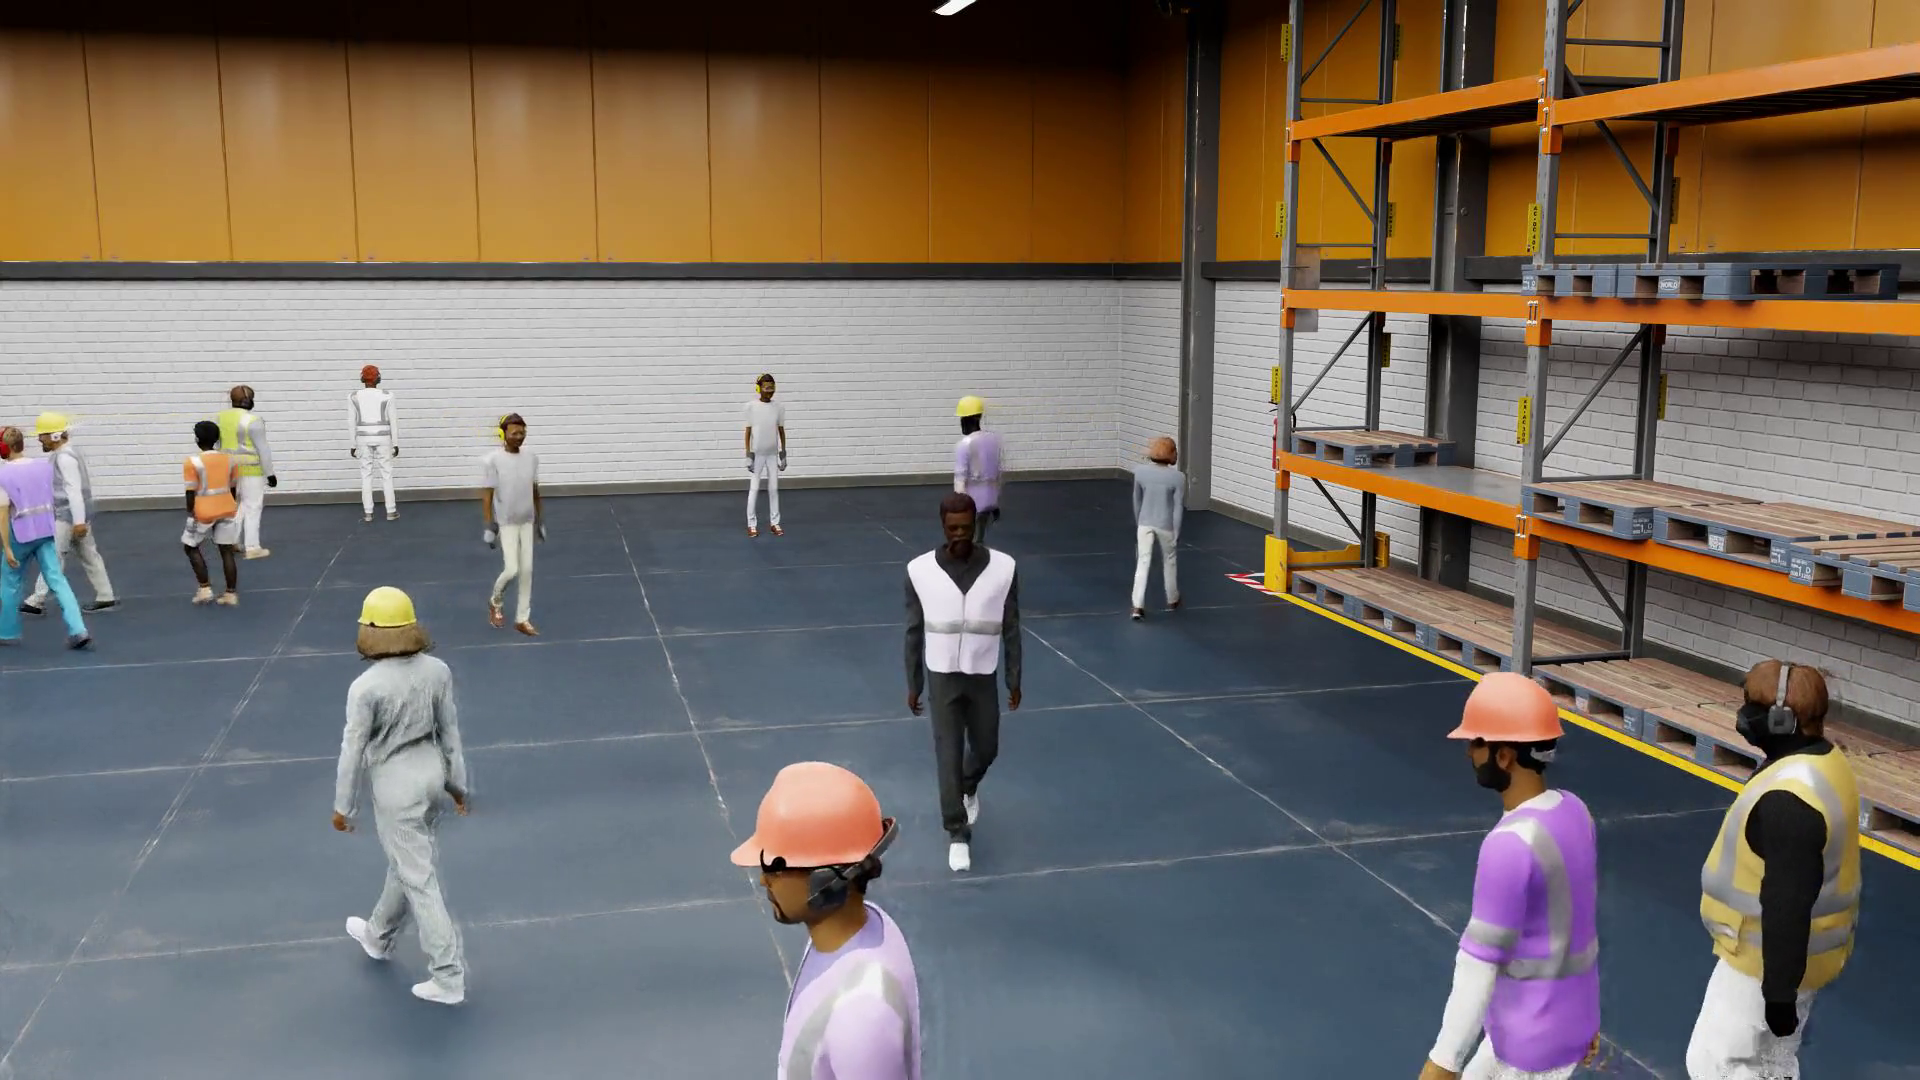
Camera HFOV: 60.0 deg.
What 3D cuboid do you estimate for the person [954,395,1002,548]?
[{"bbox_3d":[0.142,-0.326,14.749,0.436,1.911,0.617,7,12,38],"label":"person"}]

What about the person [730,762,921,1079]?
[{"bbox_3d":[-0.187,1.432,3.546,1.054,2.002,0.619,0,9,-2],"label":"person"}]

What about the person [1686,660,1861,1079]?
[{"bbox_3d":[2.498,1.263,5.110,0.431,1.824,0.630,7,11,37],"label":"person"}]

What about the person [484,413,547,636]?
[{"bbox_3d":[-3.682,-0.133,13.752,0.448,1.855,0.512,9,13,43],"label":"person"}]

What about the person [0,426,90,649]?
[{"bbox_3d":[-7.350,-0.009,13.161,0.970,1.797,0.579,4,10,25],"label":"person"}]

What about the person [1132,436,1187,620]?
[{"bbox_3d":[1.713,-0.111,14.451,0.499,1.583,0.885,4,10,22],"label":"person"}]

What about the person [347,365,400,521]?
[{"bbox_3d":[-7.079,-1.169,20.102,0.575,1.886,0.362,-2,9,-10],"label":"person"}]

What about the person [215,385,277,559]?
[{"bbox_3d":[-7.448,-0.708,17.408,0.629,1.828,0.443,6,11,31],"label":"person"}]

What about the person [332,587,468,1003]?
[{"bbox_3d":[-2.373,1.035,6.923,0.900,1.698,0.507,5,10,29],"label":"person"}]

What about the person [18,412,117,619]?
[{"bbox_3d":[-7.846,-0.212,14.429,0.896,1.781,0.620,-4,10,-26],"label":"person"}]

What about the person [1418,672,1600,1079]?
[{"bbox_3d":[1.489,1.309,4.533,0.593,1.911,0.561,6,11,31],"label":"person"}]

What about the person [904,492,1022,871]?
[{"bbox_3d":[0.007,0.678,8.546,0.600,1.894,0.740,-1,9,-7],"label":"person"}]

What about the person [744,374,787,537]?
[{"bbox_3d":[-2.211,-0.961,18.914,0.507,1.859,0.353,-4,10,-25],"label":"person"}]

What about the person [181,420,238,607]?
[{"bbox_3d":[-6.701,-0.228,14.865,0.507,1.677,0.553,6,11,32],"label":"person"}]
